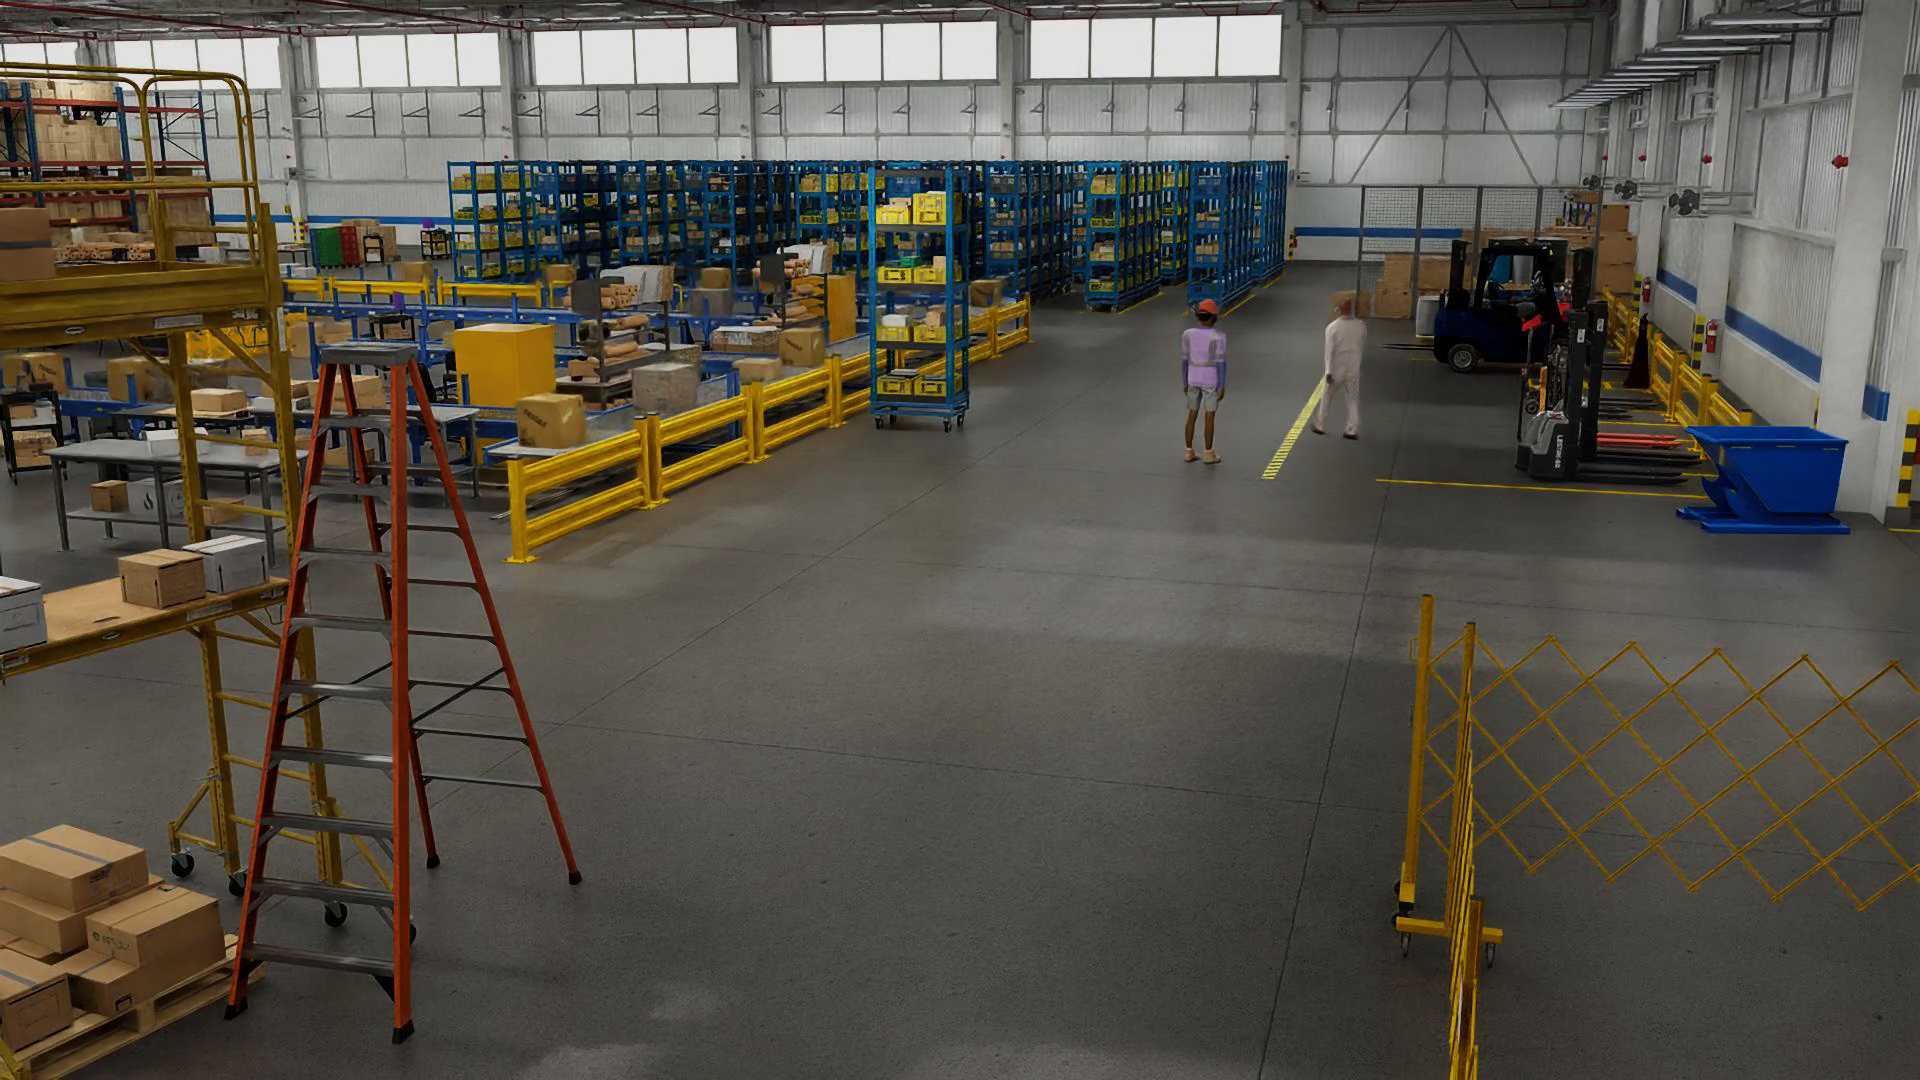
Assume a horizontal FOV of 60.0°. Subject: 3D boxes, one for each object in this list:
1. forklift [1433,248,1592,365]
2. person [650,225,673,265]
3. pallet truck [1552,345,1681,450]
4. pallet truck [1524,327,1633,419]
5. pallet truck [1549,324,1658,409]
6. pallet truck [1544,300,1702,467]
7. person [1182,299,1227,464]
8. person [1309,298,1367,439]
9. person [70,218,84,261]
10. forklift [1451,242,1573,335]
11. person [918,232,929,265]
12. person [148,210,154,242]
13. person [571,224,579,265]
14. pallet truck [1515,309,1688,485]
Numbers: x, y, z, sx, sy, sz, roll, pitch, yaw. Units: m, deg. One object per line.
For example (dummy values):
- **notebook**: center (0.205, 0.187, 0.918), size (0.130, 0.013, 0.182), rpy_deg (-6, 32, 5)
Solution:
- **forklift**: center (9.780, -4.111, 29.280), size (2.680, 1.987, 1.157), rpy_deg (3, 13, 14)
- **person**: center (-8.576, -8.146, 47.613), size (0.653, 1.887, 1.022), rpy_deg (3, 13, 14)
- **pallet truck**: center (8.641, -1.896, 21.908), size (1.630, 1.274, 0.653), rpy_deg (4, 14, 16)
- **pallet truck**: center (9.065, -2.460, 24.370), size (1.522, 1.261, 0.704), rpy_deg (3, 13, 14)
- **pallet truck**: center (9.824, -2.669, 25.407), size (1.601, 1.201, 0.680), rpy_deg (4, 14, 16)
- **pallet truck**: center (8.263, -1.952, 20.631), size (1.885, 1.965, 0.823), rpy_deg (5, 14, 20)
- **person**: center (3.027, -1.951, 20.558), size (0.602, 2.034, 0.401), rpy_deg (9, 16, 35)
- **person**: center (5.135, -2.327, 22.508), size (0.639, 1.872, 0.940), rpy_deg (-4, 14, -16)
- **person**: center (-29.146, -9.793, 55.074), size (0.528, 1.744, 0.789), rpy_deg (4, 14, 18)
- **forklift**: center (10.464, -4.597, 31.405), size (2.680, 1.987, 1.157), rpy_deg (4, 14, 16)
- **person**: center (-0.995, -8.465, 49.126), size (0.669, 1.821, 0.606), rpy_deg (5, 14, 22)
- **person**: center (-28.192, -10.664, 58.390), size (0.621, 1.942, 1.030), rpy_deg (3, 13, 13)
- **person**: center (-11.805, -9.016, 51.571), size (0.775, 1.805, 0.598), rpy_deg (3, 13, 12)
- **pallet truck**: center (7.554, -1.677, 19.446), size (1.885, 1.965, 0.823), rpy_deg (3, 13, 14)
